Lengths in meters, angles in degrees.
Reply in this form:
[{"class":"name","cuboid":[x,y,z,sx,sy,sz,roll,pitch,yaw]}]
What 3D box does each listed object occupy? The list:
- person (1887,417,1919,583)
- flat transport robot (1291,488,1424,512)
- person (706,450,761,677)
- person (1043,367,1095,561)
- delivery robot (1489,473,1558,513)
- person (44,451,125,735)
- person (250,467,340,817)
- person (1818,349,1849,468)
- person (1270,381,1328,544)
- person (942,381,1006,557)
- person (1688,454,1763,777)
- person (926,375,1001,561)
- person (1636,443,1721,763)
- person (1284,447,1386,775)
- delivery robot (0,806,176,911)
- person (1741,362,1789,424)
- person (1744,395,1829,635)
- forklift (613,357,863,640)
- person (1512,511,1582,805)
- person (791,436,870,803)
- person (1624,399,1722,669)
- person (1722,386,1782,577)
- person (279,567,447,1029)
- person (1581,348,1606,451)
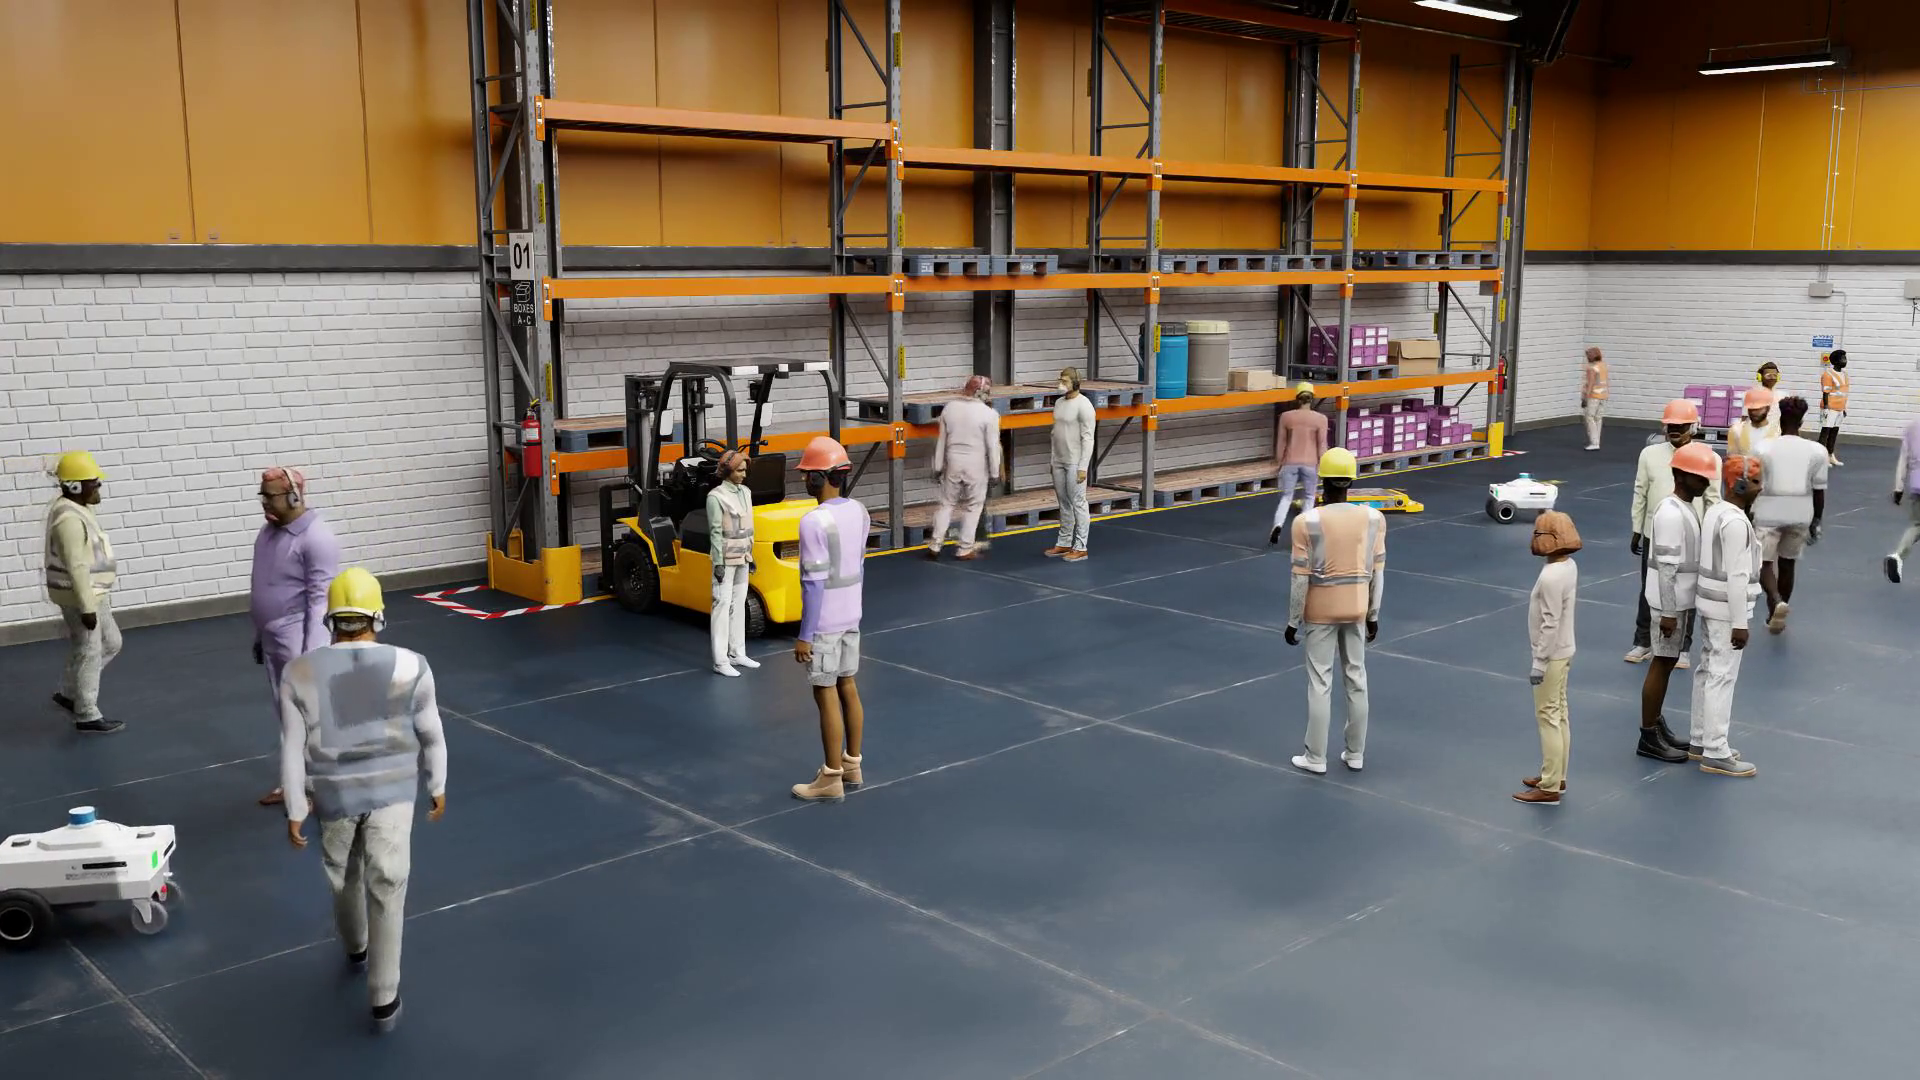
[{"class":"person","cuboid":[8.795,-0.478,15.092,0.641,1.899,0.628,-6,12,-33]},{"class":"flat transport robot","cuboid":[4.715,-0.471,19.813,1.431,0.197,0.652,-1,10,-7]},{"class":"person","cuboid":[-1.660,0.162,12.106,0.308,1.640,0.511,4,10,22]},{"class":"person","cuboid":[1.101,-0.760,16.631,0.368,1.938,0.636,-6,11,-30]},{"class":"delivery robot","cuboid":[6.429,-0.521,18.976,0.707,0.478,0.477,0,10,6]},{"class":"person","cuboid":[-5.538,0.342,10.522,0.412,1.818,0.614,-5,11,-25]},{"class":"person","cuboid":[-3.658,0.543,9.114,0.639,1.902,0.407,8,13,39]},{"class":"person","cuboid":[12.587,-1.892,23.953,0.537,1.700,0.318,-6,11,-32]},{"class":"person","cuboid":[3.537,-0.774,17.316,0.559,1.739,0.646,6,11,29]},{"class":"person","cuboid":[0.104,-0.721,16.802,0.618,1.789,0.884,6,12,33]},{"class":"person","cuboid":[4.527,0.433,9.802,0.355,1.885,0.575,2,10,10]},{"class":"person","cuboid":[0.047,-0.710,16.573,0.780,1.862,0.453,5,11,28]},{"class":"person","cuboid":[4.344,0.368,10.047,0.375,1.928,0.551,6,11,30]},{"class":"person","cuboid":[2.188,0.420,9.750,0.585,1.928,0.370,-2,10,-12]},{"class":"delivery robot","cuboid":[-3.934,1.445,7.490,0.707,0.478,0.477,-2,10,-12]},{"class":"person","cuboid":[8.899,-1.038,18.444,0.514,1.877,0.328,1,10,7]},{"class":"person","cuboid":[6.549,-0.178,13.215,0.619,1.939,0.714,2,10,12]},{"class":"forklift","cuboid":[-1.847,-0.414,13.852,1.214,2.155,2.313,-9,13,-42]},{"class":"person","cuboid":[3.275,0.652,9.251,0.269,1.632,0.509,6,11,30]},{"class":"person","cuboid":[-0.743,0.442,9.286,0.374,2.043,0.611,4,11,23]},{"class":"person","cuboid":[5.272,-0.049,12.298,0.611,1.996,0.387,8,12,38]},{"class":"person","cuboid":[7.248,-0.468,15.070,0.834,1.899,0.576,-9,13,-42]},{"class":"person","cuboid":[-2.408,0.997,6.782,0.616,1.782,0.913,-2,10,-13]},{"class":"person","cuboid":[9.919,-2.195,26.000,0.338,1.612,0.613,9,13,43]}]
